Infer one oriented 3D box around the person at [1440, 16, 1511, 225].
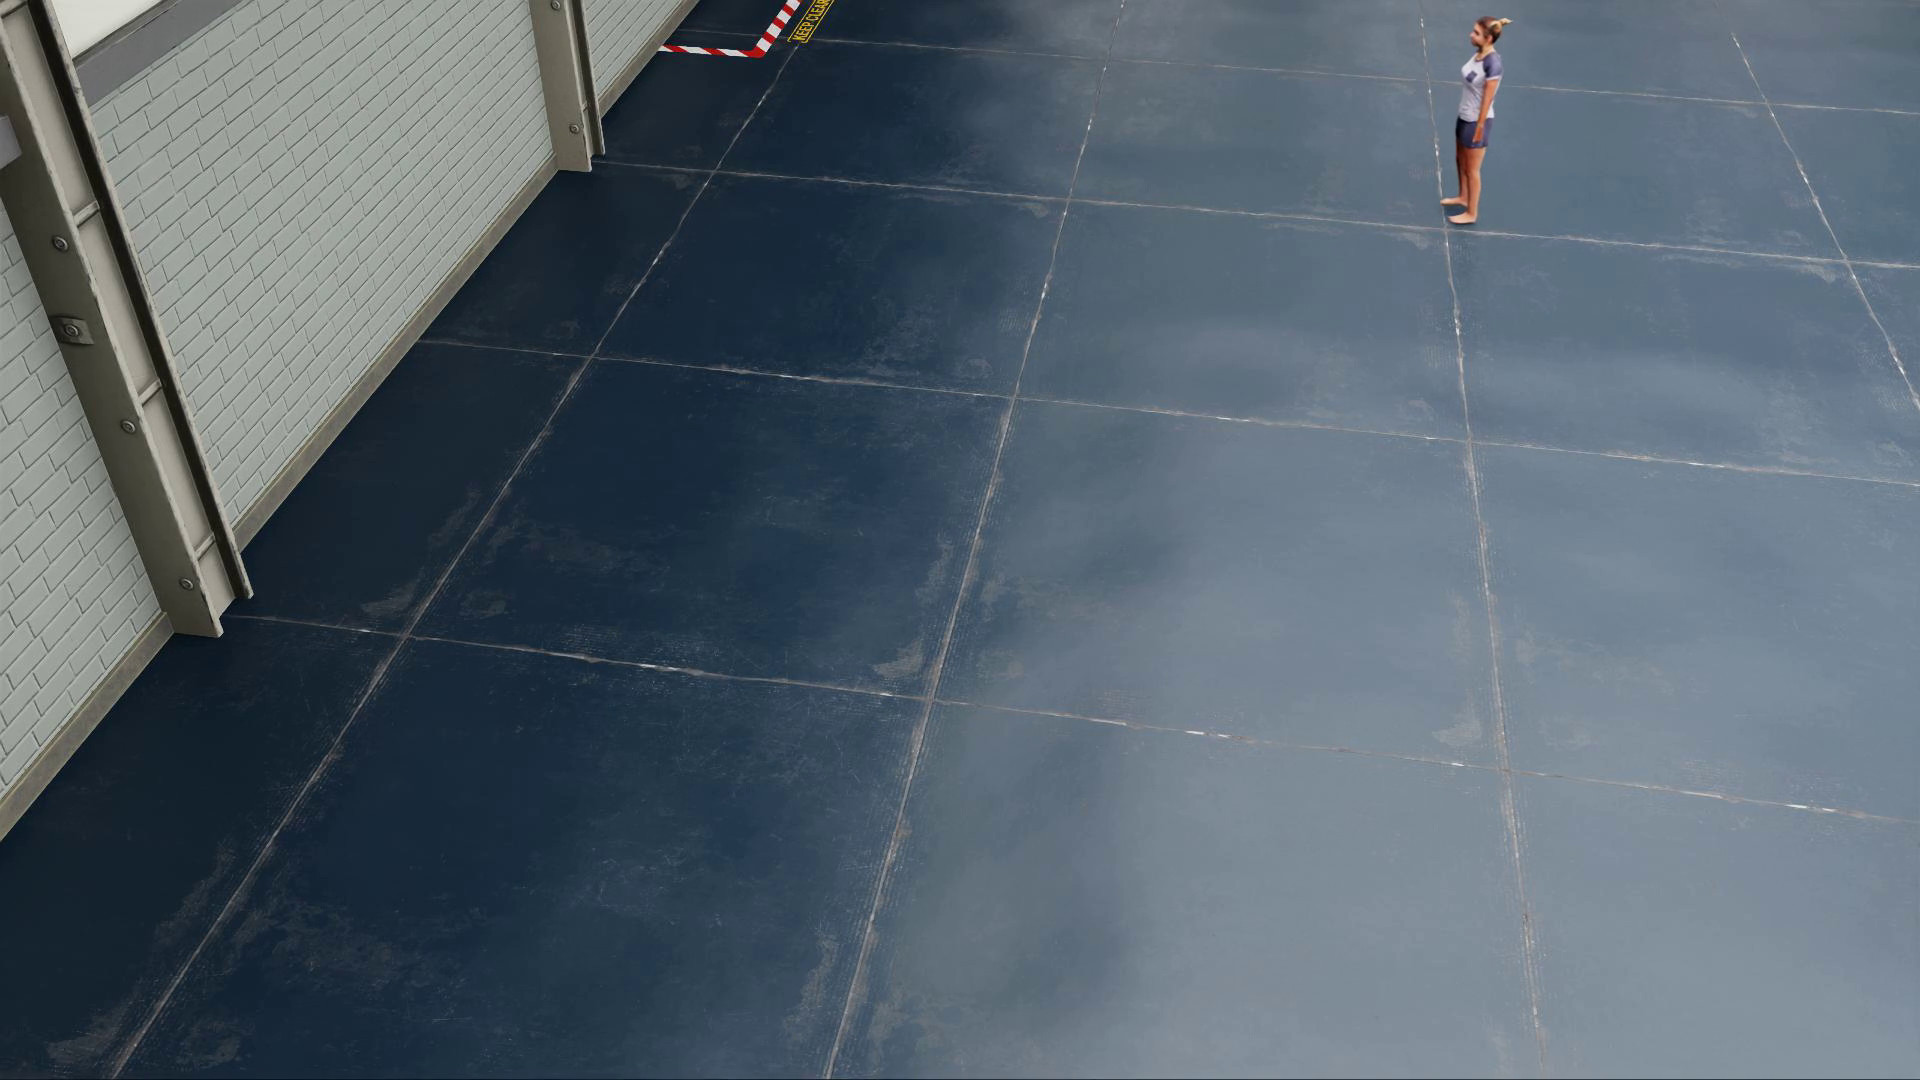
[{"bbox_3d":[3.992,-3.253,12.858,0.674,1.616,0.526,0,38,0],"label":"person"}]
